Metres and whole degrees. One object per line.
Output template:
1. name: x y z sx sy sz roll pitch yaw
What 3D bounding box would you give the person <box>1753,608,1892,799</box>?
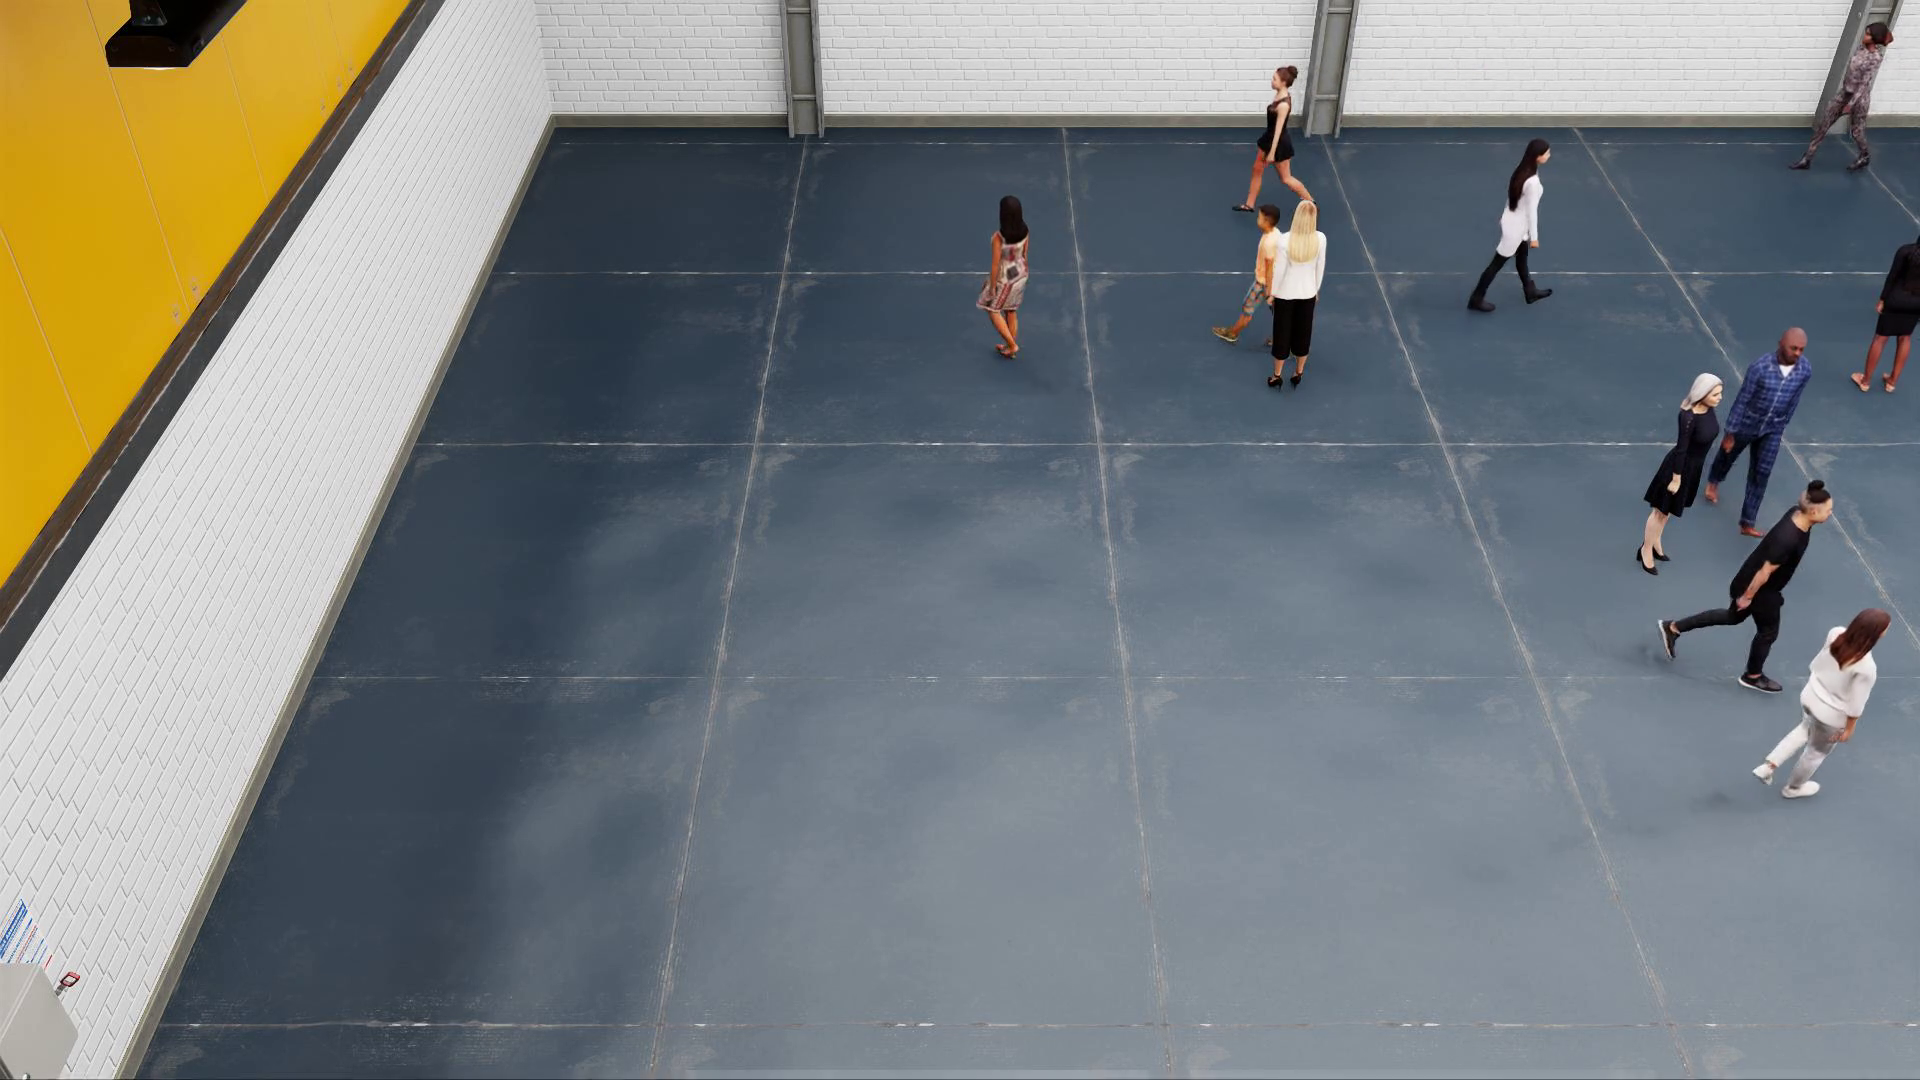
1. person: 5.560 1.079 10.768 0.802 1.681 0.708 -8 39 -10

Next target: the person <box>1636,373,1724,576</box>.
1. person: 5.517 -0.520 12.717 0.752 1.747 0.696 31 48 33

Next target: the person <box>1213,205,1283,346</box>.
1. person: 2.900 -2.380 15.300 1.033 1.431 0.751 12 40 14

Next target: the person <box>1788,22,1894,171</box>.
1. person: 9.799 -4.764 18.090 1.176 1.674 0.712 -6 39 -7

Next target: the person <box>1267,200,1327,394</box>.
1. person: 2.953 -2.139 14.656 0.493 1.858 0.699 -4 39 -5

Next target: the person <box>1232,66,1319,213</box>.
1. person: 3.381 -4.093 17.276 1.117 1.641 0.636 3 39 4

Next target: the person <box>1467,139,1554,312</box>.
1. person: 5.146 -2.940 15.728 1.048 1.772 0.661 1 39 2

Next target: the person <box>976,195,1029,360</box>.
1. person: 0.484 -2.328 15.071 0.798 1.635 0.866 -28 46 -30

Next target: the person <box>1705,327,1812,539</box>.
1. person: 6.315 -0.958 13.257 1.119 1.758 0.818 4 39 5

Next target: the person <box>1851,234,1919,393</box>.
1. person: 8.355 -2.086 14.702 0.458 1.718 0.675 3 39 3

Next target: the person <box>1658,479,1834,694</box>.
1. person: 5.516 0.281 11.658 1.281 1.818 1.079 21 43 24
